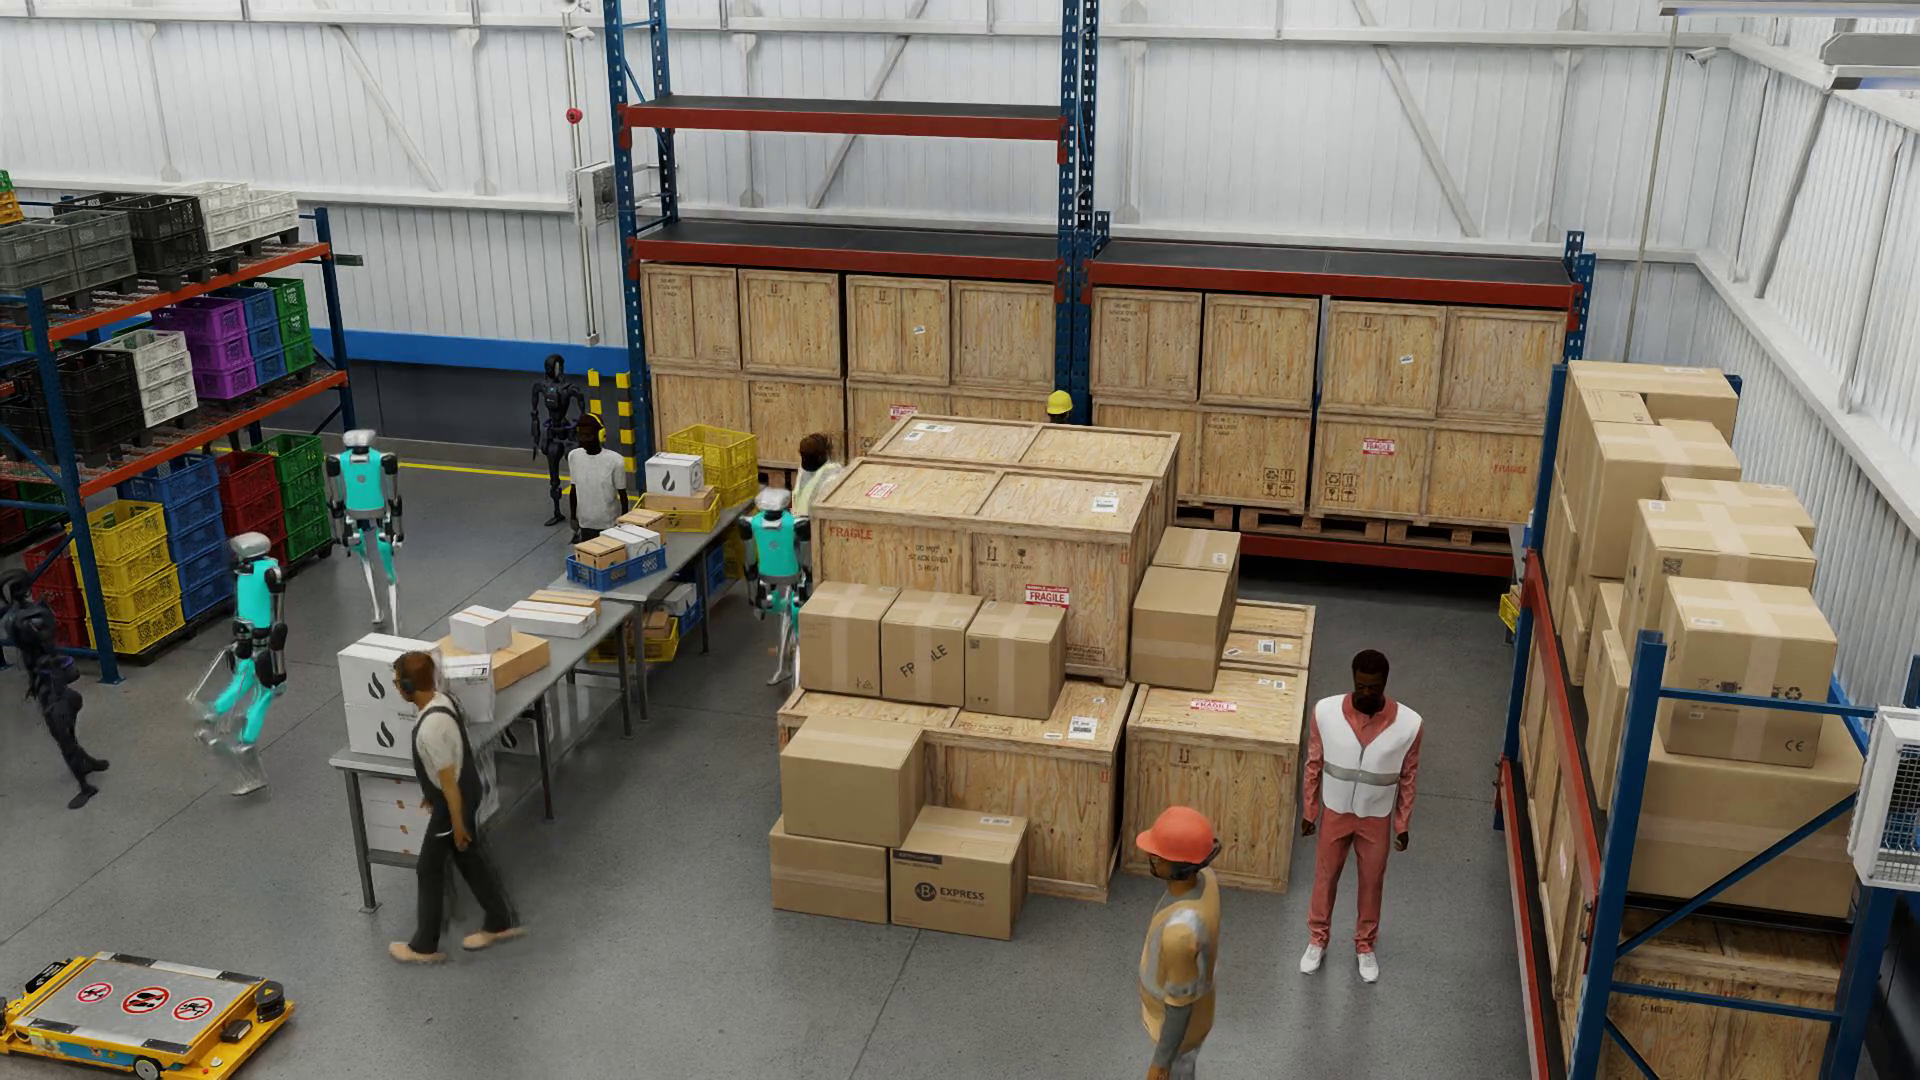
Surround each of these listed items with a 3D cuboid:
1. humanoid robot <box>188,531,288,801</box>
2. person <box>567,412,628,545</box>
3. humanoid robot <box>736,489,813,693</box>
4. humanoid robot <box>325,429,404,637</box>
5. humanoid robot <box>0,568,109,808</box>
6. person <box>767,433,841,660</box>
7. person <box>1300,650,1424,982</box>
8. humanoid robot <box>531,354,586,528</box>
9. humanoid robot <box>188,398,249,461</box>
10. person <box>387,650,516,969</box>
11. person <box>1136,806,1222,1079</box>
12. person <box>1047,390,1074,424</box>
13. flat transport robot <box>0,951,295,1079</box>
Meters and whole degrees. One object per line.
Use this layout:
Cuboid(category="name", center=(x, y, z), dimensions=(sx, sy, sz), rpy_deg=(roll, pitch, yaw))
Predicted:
Cuboid(category="humanoid robot", center=(-4.659, 0.895, 10.696), dimensions=(0.559, 1.804, 0.799), rpy_deg=(15, 26, 34))
Cuboid(category="person", center=(-2.842, -0.098, 13.060), dimensions=(0.511, 1.871, 0.328), rpy_deg=(5, 21, 13))
Cuboid(category="humanoid robot", center=(-1.246, 0.368, 12.036), dimensions=(0.545, 1.734, 0.895), rpy_deg=(2, 21, 6))
Cuboid(category="humanoid robot", center=(-4.665, -0.075, 13.234), dimensions=(0.550, 1.805, 0.790), rpy_deg=(-4, 21, -12))
Cuboid(category="humanoid robot", center=(-5.793, 0.914, 10.692), dimensions=(0.605, 1.645, 0.470), rpy_deg=(20, 28, 41))
Cuboid(category="person", center=(-1.185, 0.045, 12.778), dimensions=(0.861, 1.799, 0.667), rpy_deg=(-8, 22, -21))
Cuboid(category="person", center=(2.130, 1.459, 8.920), dimensions=(0.589, 1.919, 0.392), rpy_deg=(5, 21, 13))
Cuboid(category="humanoid robot", center=(-3.694, -0.921, 15.463), dimensions=(0.599, 1.657, 0.315), rpy_deg=(5, 22, 13))
Cuboid(category="humanoid robot", center=(-7.317, -1.266, 16.392), dimensions=(0.611, 1.637, 0.394), rpy_deg=(-2, 21, -4))
Cuboid(category="person", center=(-2.866, 1.468, 9.055), dimensions=(0.747, 1.795, 0.581), rpy_deg=(-3, 21, -9))
Cuboid(category="person", center=(0.912, 2.055, 7.181), dimensions=(0.367, 2.048, 0.606), rpy_deg=(5, 21, 13))
Cuboid(category="person", center=(0.829, -0.407, 14.011), dimensions=(0.524, 1.768, 0.313), rpy_deg=(5, 21, 13))
Cuboid(category="flat transport robot", center=(-4.270, 2.464, 8.601), dimensions=(1.431, 0.231, 0.659), rpy_deg=(5, 22, 13))
